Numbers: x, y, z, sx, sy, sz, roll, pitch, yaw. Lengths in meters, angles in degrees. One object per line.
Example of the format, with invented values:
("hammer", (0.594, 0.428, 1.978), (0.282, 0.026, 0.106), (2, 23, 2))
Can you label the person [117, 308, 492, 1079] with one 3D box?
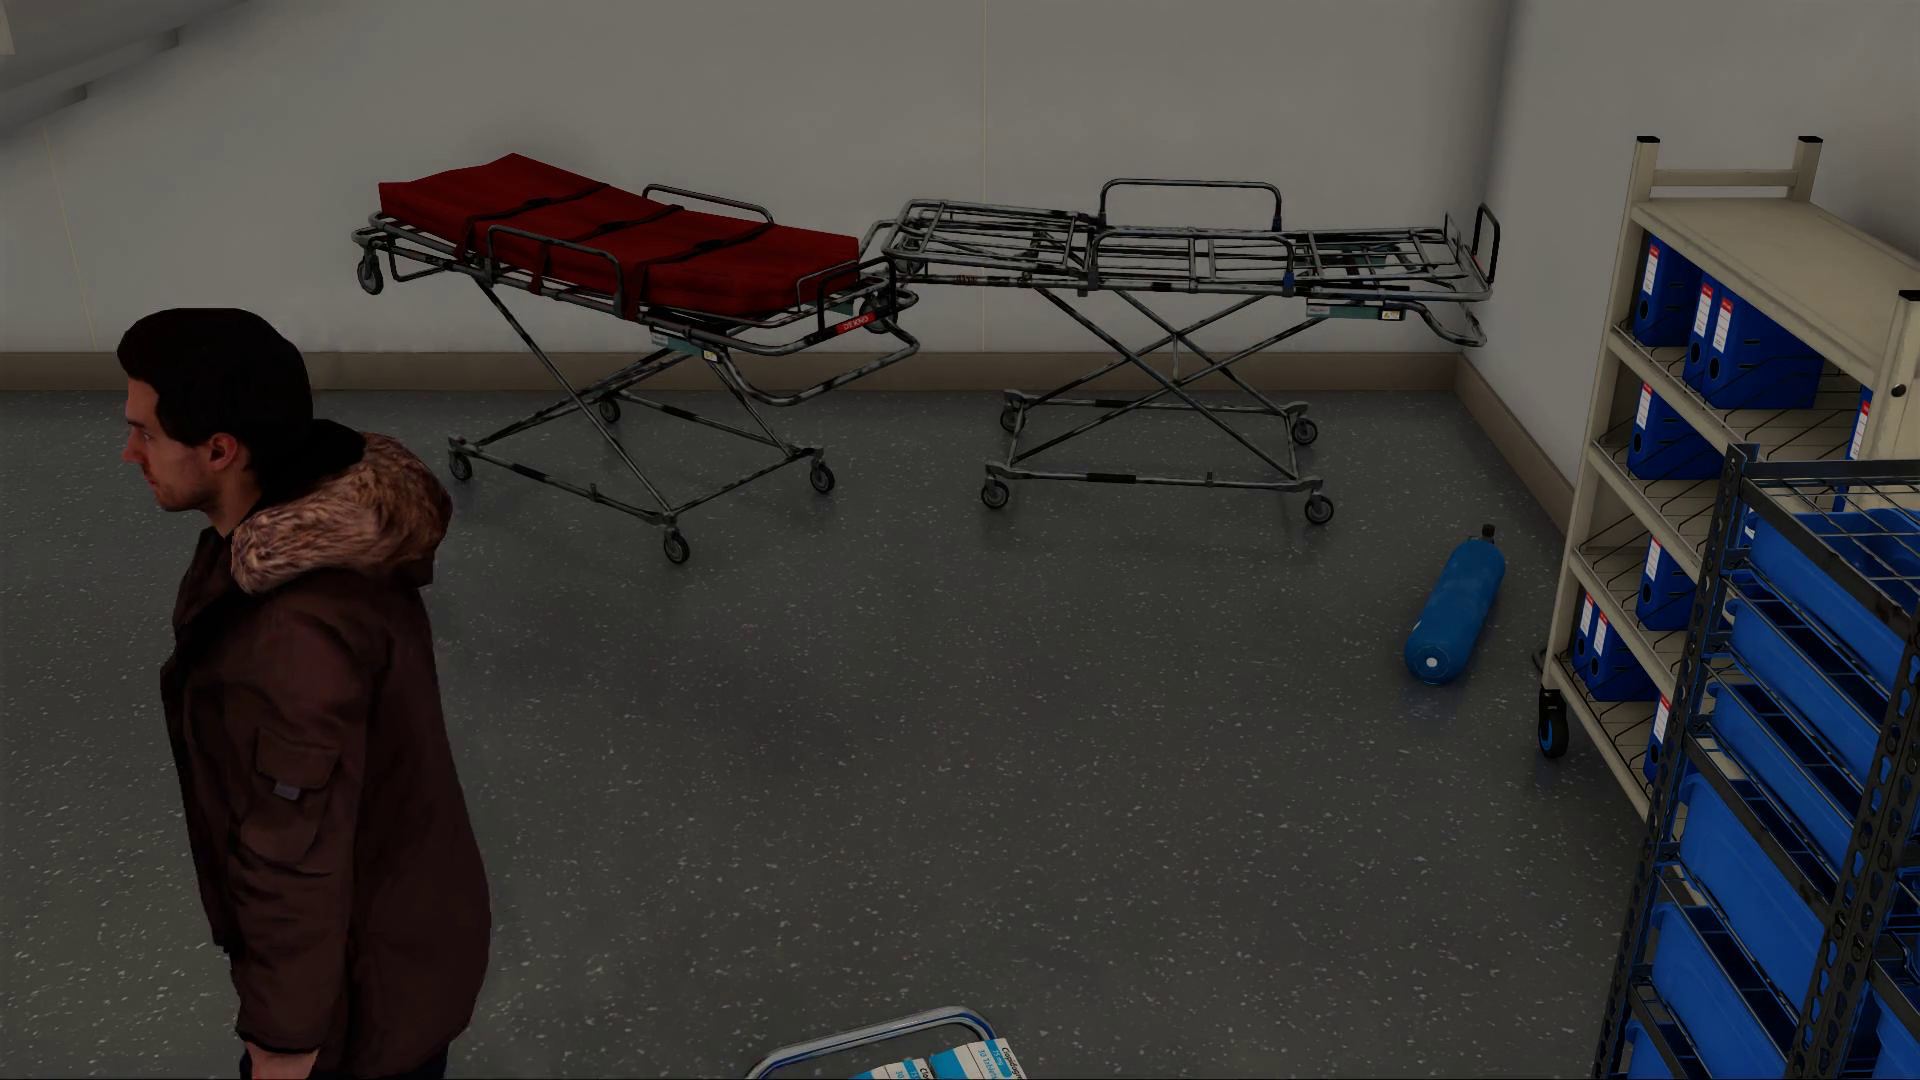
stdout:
("person", (-0.800, 0.534, 2.454), (0.837, 1.833, 0.860), (-12, 28, -23))
